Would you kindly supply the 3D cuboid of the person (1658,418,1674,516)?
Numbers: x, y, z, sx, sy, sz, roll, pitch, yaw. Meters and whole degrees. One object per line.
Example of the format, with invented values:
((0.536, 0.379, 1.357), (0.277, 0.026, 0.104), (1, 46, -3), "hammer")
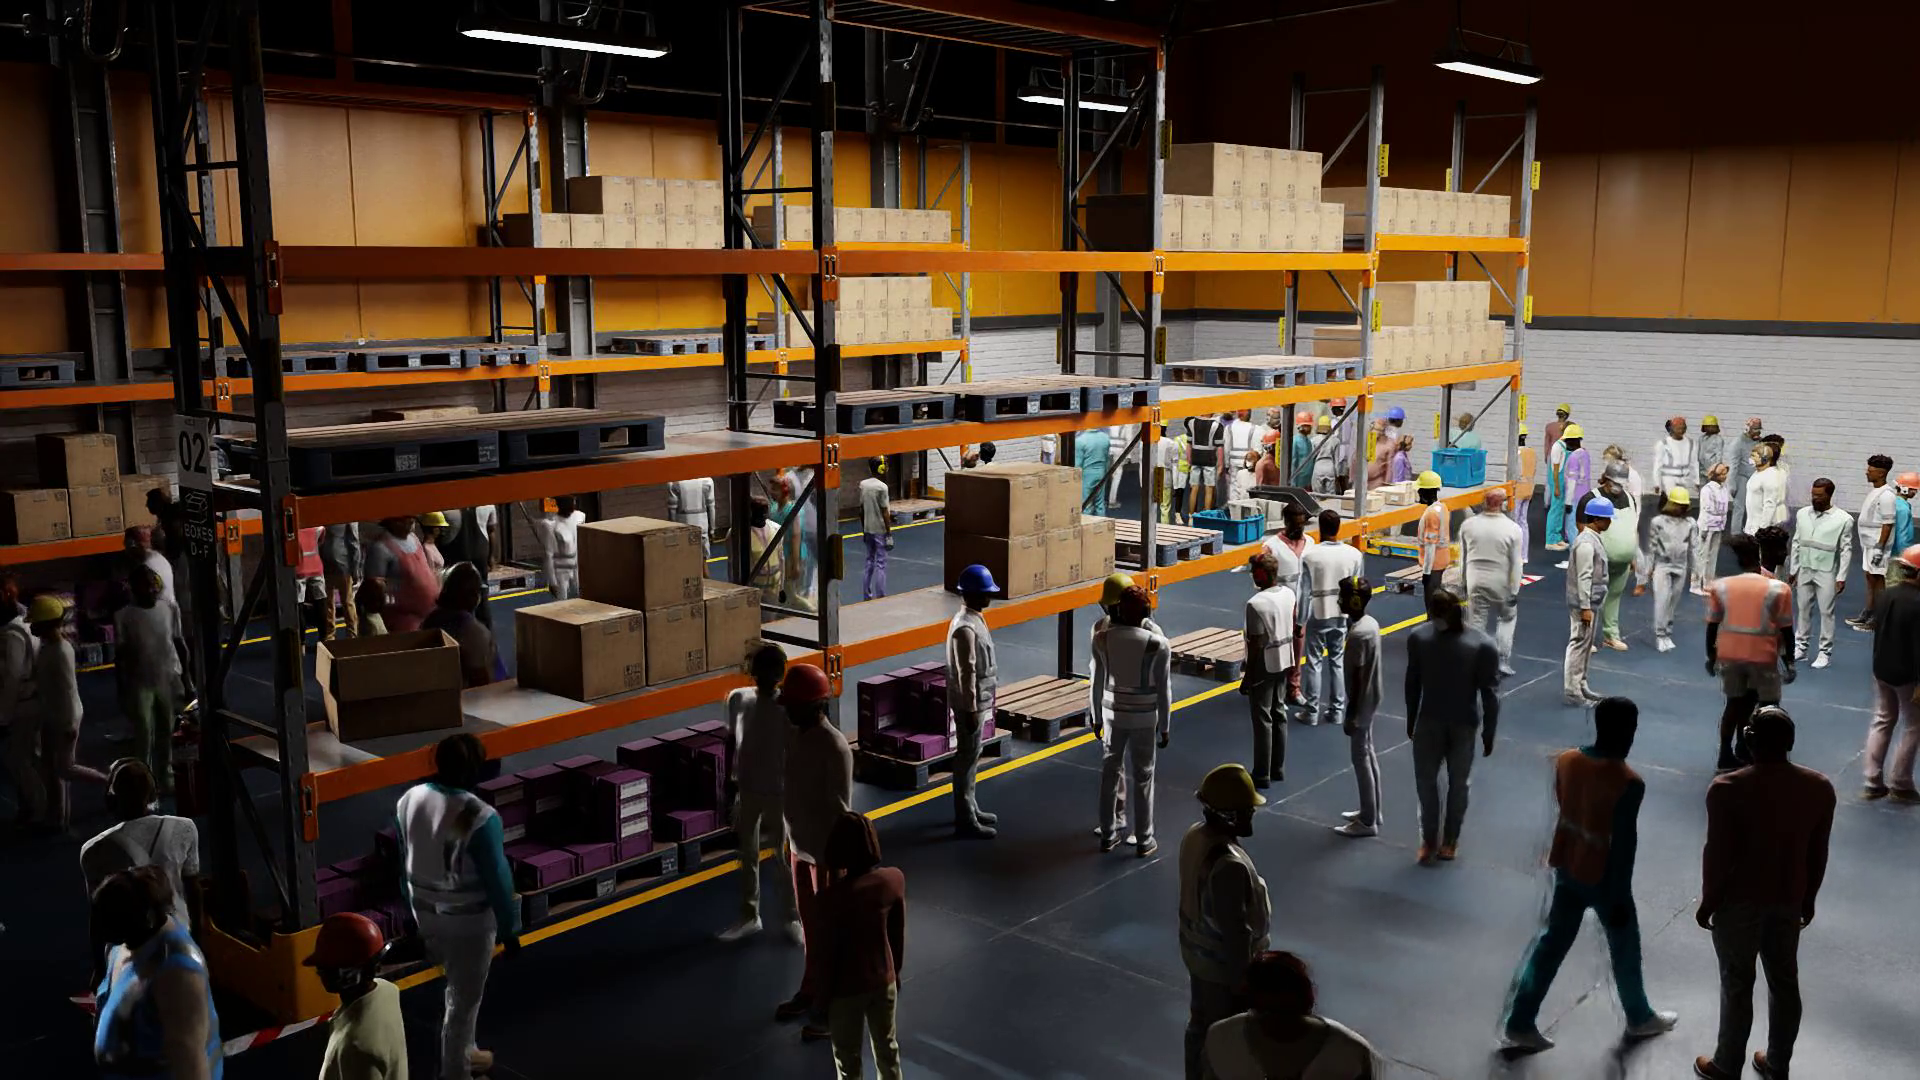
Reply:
((10.831, -1.016, 25.372), (0.320, 1.697, 0.531), (5, 11, 30), "person")

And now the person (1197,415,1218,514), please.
((3.920, -1.309, 26.437), (0.387, 1.930, 0.544), (-2, 10, -9), "person")

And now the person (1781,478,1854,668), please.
((8.639, 0.322, 16.729), (0.376, 1.916, 0.600), (-5, 11, -29), "person")

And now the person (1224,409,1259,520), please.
((4.363, -1.163, 25.693), (0.574, 1.885, 0.358), (5, 11, 27), "person")

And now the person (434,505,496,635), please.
((-5.191, 0.166, 17.293), (0.689, 2.000, 0.536), (-8, 12, -40), "person")

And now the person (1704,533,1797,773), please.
((6.275, 0.917, 13.171), (0.710, 1.931, 0.504), (8, 13, 40), "person")

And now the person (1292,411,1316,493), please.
((4.750, -0.796, 23.172), (0.379, 1.996, 0.611), (7, 12, 34), "person")

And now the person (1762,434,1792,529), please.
((10.023, -0.335, 20.553), (0.606, 1.958, 0.380), (-8, 13, -41), "person")

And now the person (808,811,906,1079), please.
((-0.455, 2.014, 7.471), (0.498, 1.634, 0.278), (-8, 12, -39), "person")

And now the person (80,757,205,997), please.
((-3.723, 1.885, 7.616), (0.345, 1.847, 0.508), (9, 13, 42), "person")

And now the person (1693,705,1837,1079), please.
((3.905, 1.752, 8.133), (0.632, 1.940, 0.372), (-1, 10, -6), "person")

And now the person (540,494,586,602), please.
((-3.921, 0.360, 16.631), (0.451, 1.869, 0.615), (6, 11, 34), "person")

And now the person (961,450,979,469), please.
((0.103, -0.345, 21.550), (0.314, 1.636, 0.516), (3, 10, 20), "person")

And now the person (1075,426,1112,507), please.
((2.143, -1.364, 26.633), (0.595, 1.974, 1.066), (7, 12, 36), "person")

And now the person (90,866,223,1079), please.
((-3.063, 2.104, 6.379), (0.434, 1.822, 0.652), (-6, 11, -33), "person")

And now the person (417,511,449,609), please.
((-4.972, 0.574, 15.716), (0.350, 1.758, 0.522), (-2, 10, -14), "person")

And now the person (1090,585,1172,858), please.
((1.164, 1.237, 11.390), (0.577, 1.880, 0.352), (4, 10, 24), "person")

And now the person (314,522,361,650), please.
((-6.554, 0.293, 17.389), (0.566, 1.750, 0.341), (2, 10, 11), "person")

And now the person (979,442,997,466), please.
((0.384, -0.467, 22.098), (0.320, 1.695, 0.538), (3, 10, 16), "person")

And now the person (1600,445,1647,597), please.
((8.009, -0.216, 20.102), (0.997, 1.877, 0.708), (-4, 10, -25), "person")

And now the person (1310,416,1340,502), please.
((5.523, -1.022, 25.295), (0.484, 1.737, 0.321), (-1, 10, -4), "person")

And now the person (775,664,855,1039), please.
((-0.773, 1.618, 8.786), (0.406, 1.987, 0.617), (-6, 11, -33), "person")

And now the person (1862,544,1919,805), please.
((7.086, 1.005, 12.458), (0.457, 1.976, 0.644), (-1, 10, -4), "person")

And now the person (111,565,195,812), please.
((-6.019, 1.081, 12.468), (0.420, 1.846, 0.619), (7, 12, 35), "person")

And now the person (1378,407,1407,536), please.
((6.404, -1.005, 24.598), (0.478, 1.930, 0.645), (-3, 10, -19), "person")

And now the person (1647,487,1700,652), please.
((7.473, 0.316, 17.321), (0.499, 1.719, 0.670), (0, 10, -1), "person")

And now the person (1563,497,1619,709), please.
((5.757, 0.564, 15.230), (0.418, 1.939, 0.608), (5, 11, 28), "person")

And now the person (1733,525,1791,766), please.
((6.461, 0.851, 13.422), (0.366, 1.967, 0.603), (5, 11, 28), "person")

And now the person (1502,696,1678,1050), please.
((3.266, 1.720, 8.593), (1.041, 1.864, 0.601), (-4, 10, -22), "person")

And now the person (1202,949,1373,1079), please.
((1.104, 2.234, 5.592), (0.646, 1.824, 0.512), (4, 10, 22), "person")

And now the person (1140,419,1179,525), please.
((2.824, -0.818, 23.535), (0.587, 1.920, 0.396), (5, 11, 27), "person")

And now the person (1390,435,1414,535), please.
((6.245, -0.682, 23.578), (0.321, 1.631, 0.527), (2, 10, 14), "person")

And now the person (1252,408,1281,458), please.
((4.666, -1.038, 24.930), (0.652, 1.897, 0.399), (-7, 12, -36), "person")

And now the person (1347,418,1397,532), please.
((5.840, -0.823, 23.701), (0.711, 1.870, 0.454), (7, 12, 34), "person")

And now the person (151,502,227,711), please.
((-7.077, 0.597, 15.153), (0.642, 1.912, 0.828), (2, 10, 12), "person")

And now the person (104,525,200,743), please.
((-6.865, 0.813, 13.968), (0.894, 1.846, 0.736), (-3, 10, -20), "person")

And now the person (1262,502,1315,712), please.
((2.977, 0.598, 15.121), (0.597, 1.909, 0.405), (-6, 11, -33), "person")

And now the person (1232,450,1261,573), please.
((3.796, -0.362, 21.659), (0.497, 1.634, 0.278), (7, 12, 38), "person")

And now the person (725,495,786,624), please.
((-1.940, 0.479, 16.019), (0.624, 1.845, 0.430), (-7, 12, -36), "person")

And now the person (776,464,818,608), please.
((-1.774, -0.165, 19.269), (0.713, 2.000, 0.726), (2, 10, 13), "person")

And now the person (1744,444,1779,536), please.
((9.384, -0.160, 19.549), (0.373, 1.940, 0.628), (2, 10, 10), "person")

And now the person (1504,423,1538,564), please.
((7.483, -0.614, 22.339), (0.591, 1.913, 0.399), (-7, 12, -35), "person")

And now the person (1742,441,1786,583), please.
((9.712, -0.249, 20.214), (0.800, 1.886, 0.578), (3, 10, 15), "person")
